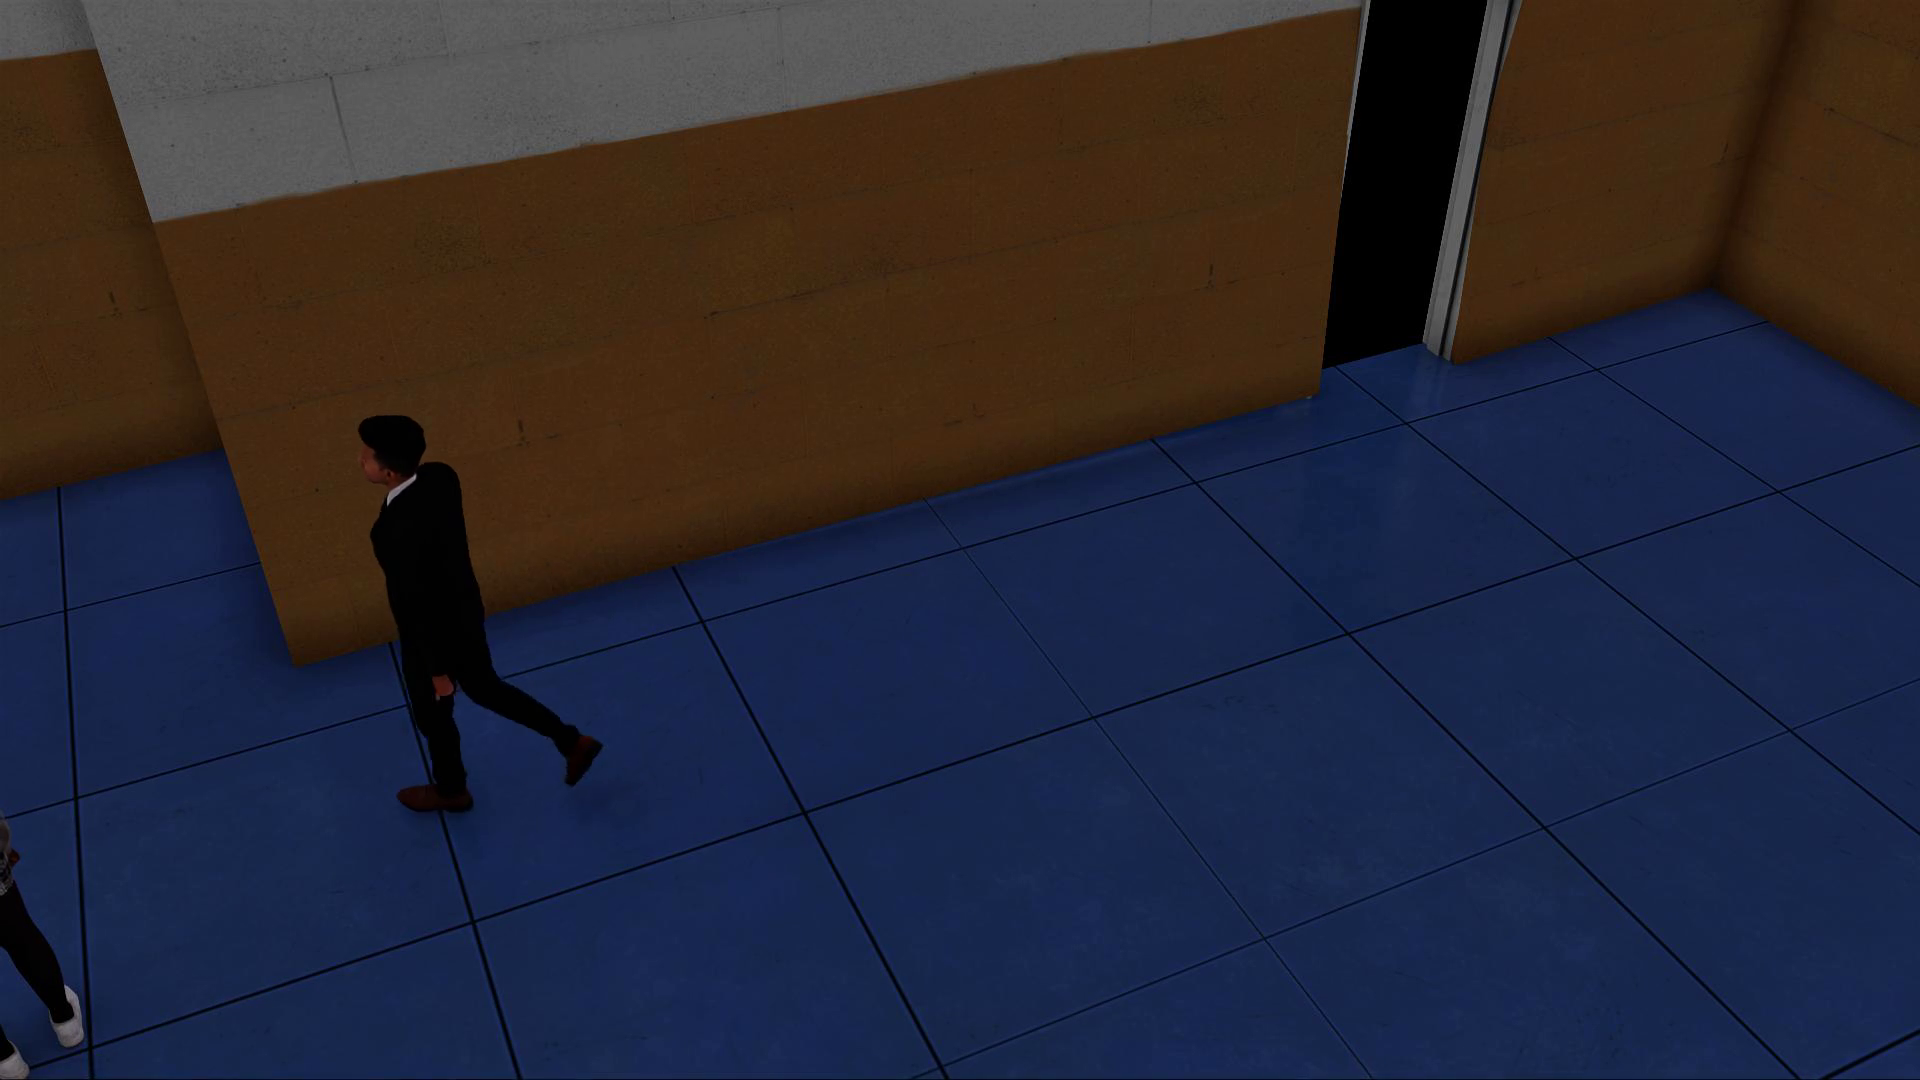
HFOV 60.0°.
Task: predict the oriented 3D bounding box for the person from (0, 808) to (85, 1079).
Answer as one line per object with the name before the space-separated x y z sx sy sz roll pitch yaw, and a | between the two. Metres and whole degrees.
person | -3.238 1.072 5.294 0.661 1.772 0.683 30 46 34

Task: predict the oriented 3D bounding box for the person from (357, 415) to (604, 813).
person | -1.839 0.321 6.220 1.103 1.862 1.150 3 37 4
